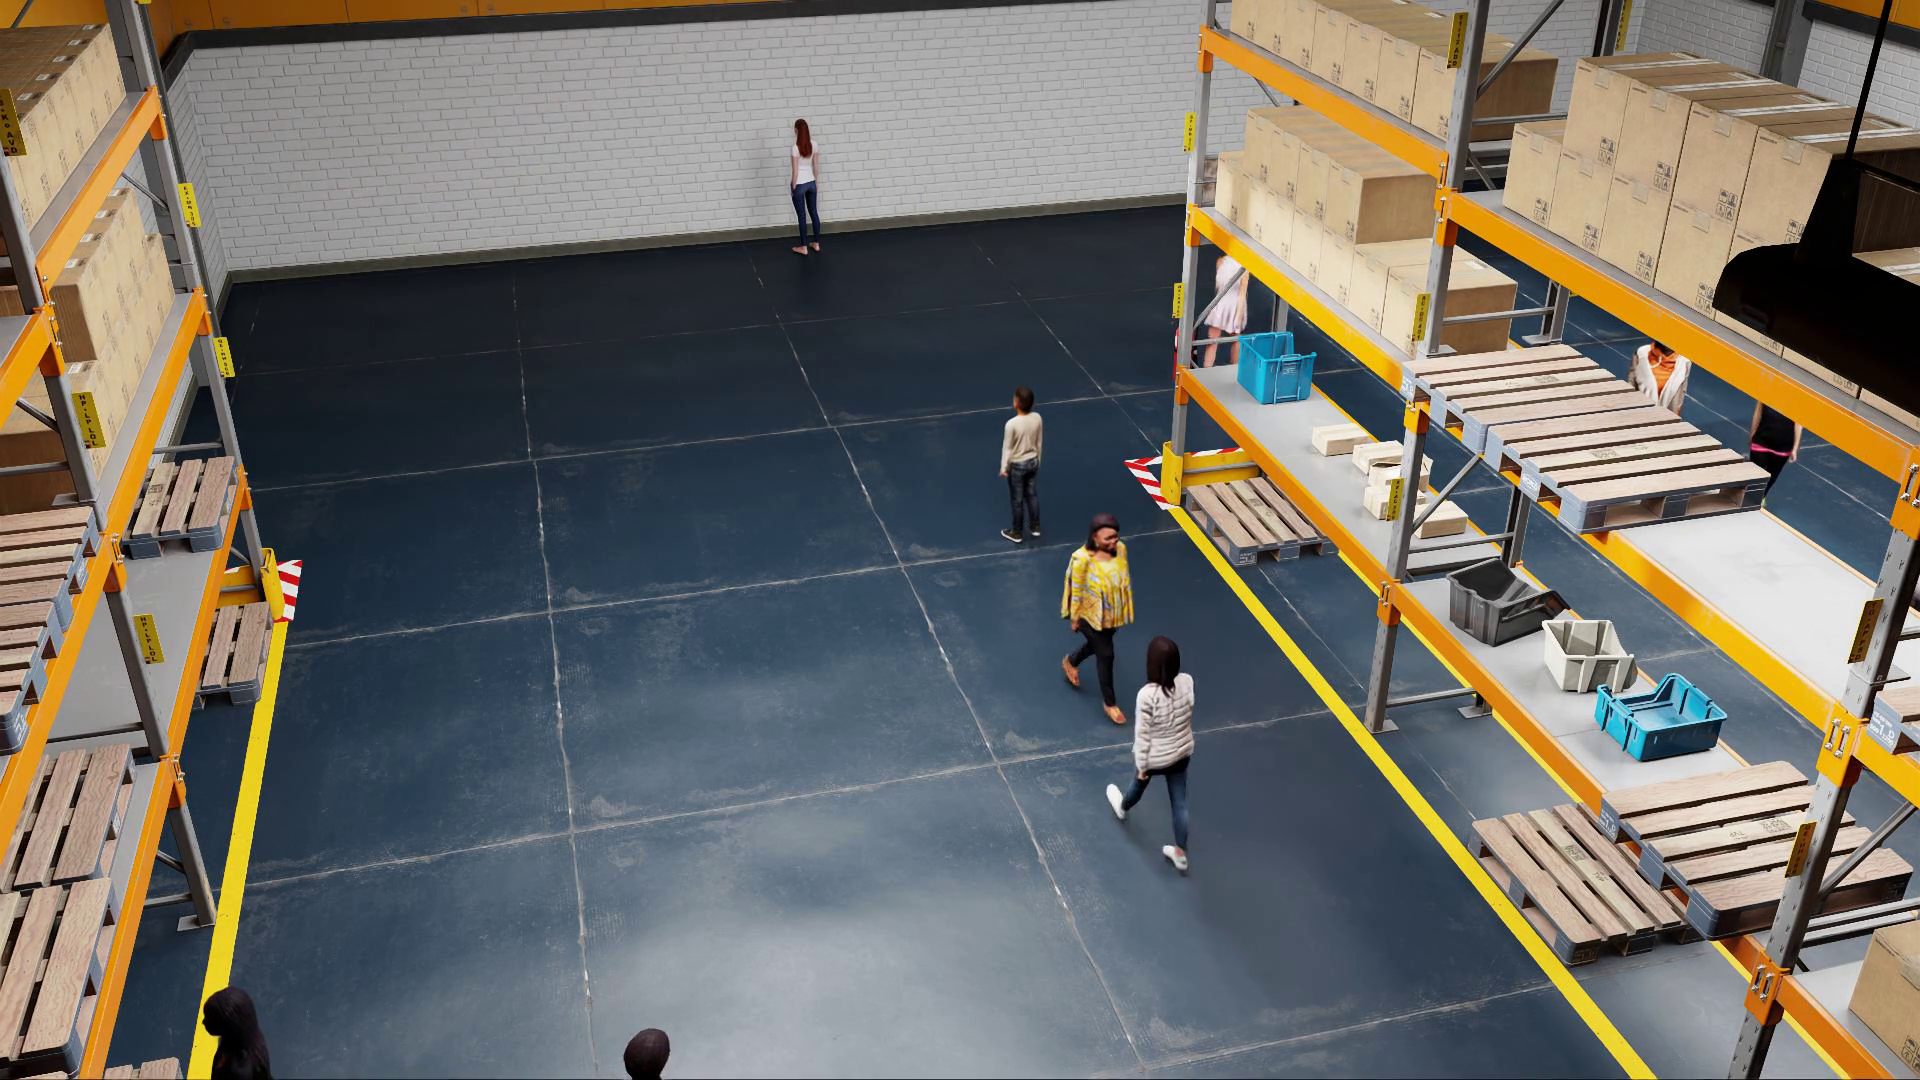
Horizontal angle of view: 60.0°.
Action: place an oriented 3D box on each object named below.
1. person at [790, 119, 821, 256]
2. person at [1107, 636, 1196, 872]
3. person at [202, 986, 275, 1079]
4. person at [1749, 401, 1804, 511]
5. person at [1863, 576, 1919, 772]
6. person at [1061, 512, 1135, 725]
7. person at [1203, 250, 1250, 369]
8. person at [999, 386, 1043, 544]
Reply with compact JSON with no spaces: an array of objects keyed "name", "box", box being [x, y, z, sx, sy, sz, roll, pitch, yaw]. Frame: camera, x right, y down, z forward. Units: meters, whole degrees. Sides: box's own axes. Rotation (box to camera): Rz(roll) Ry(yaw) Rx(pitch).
[{"name":"person","box":[-1.999,-4.565,21.461,0.641,1.740,0.656,-22,36,-35]},{"name":"person","box":[1.350,1.401,10.677,0.751,1.593,1.113,-12,31,-21]},{"name":"person","box":[-3.349,2.806,7.967,0.700,1.721,0.500,-13,31,-23]},{"name":"person","box":[7.327,-0.899,14.976,0.905,1.514,1.067,10,30,17]},{"name":"person","box":[6.606,0.778,11.559,0.657,1.843,0.528,-6,29,-12]},{"name":"person","box":[0.986,0.517,12.265,0.951,1.624,1.130,-21,35,-34]},{"name":"person","box":[2.877,-2.399,17.498,1.048,1.732,1.051,19,34,31]},{"name":"person","box":[0.547,-0.646,14.567,0.625,1.462,0.621,-18,33,-30]}]
